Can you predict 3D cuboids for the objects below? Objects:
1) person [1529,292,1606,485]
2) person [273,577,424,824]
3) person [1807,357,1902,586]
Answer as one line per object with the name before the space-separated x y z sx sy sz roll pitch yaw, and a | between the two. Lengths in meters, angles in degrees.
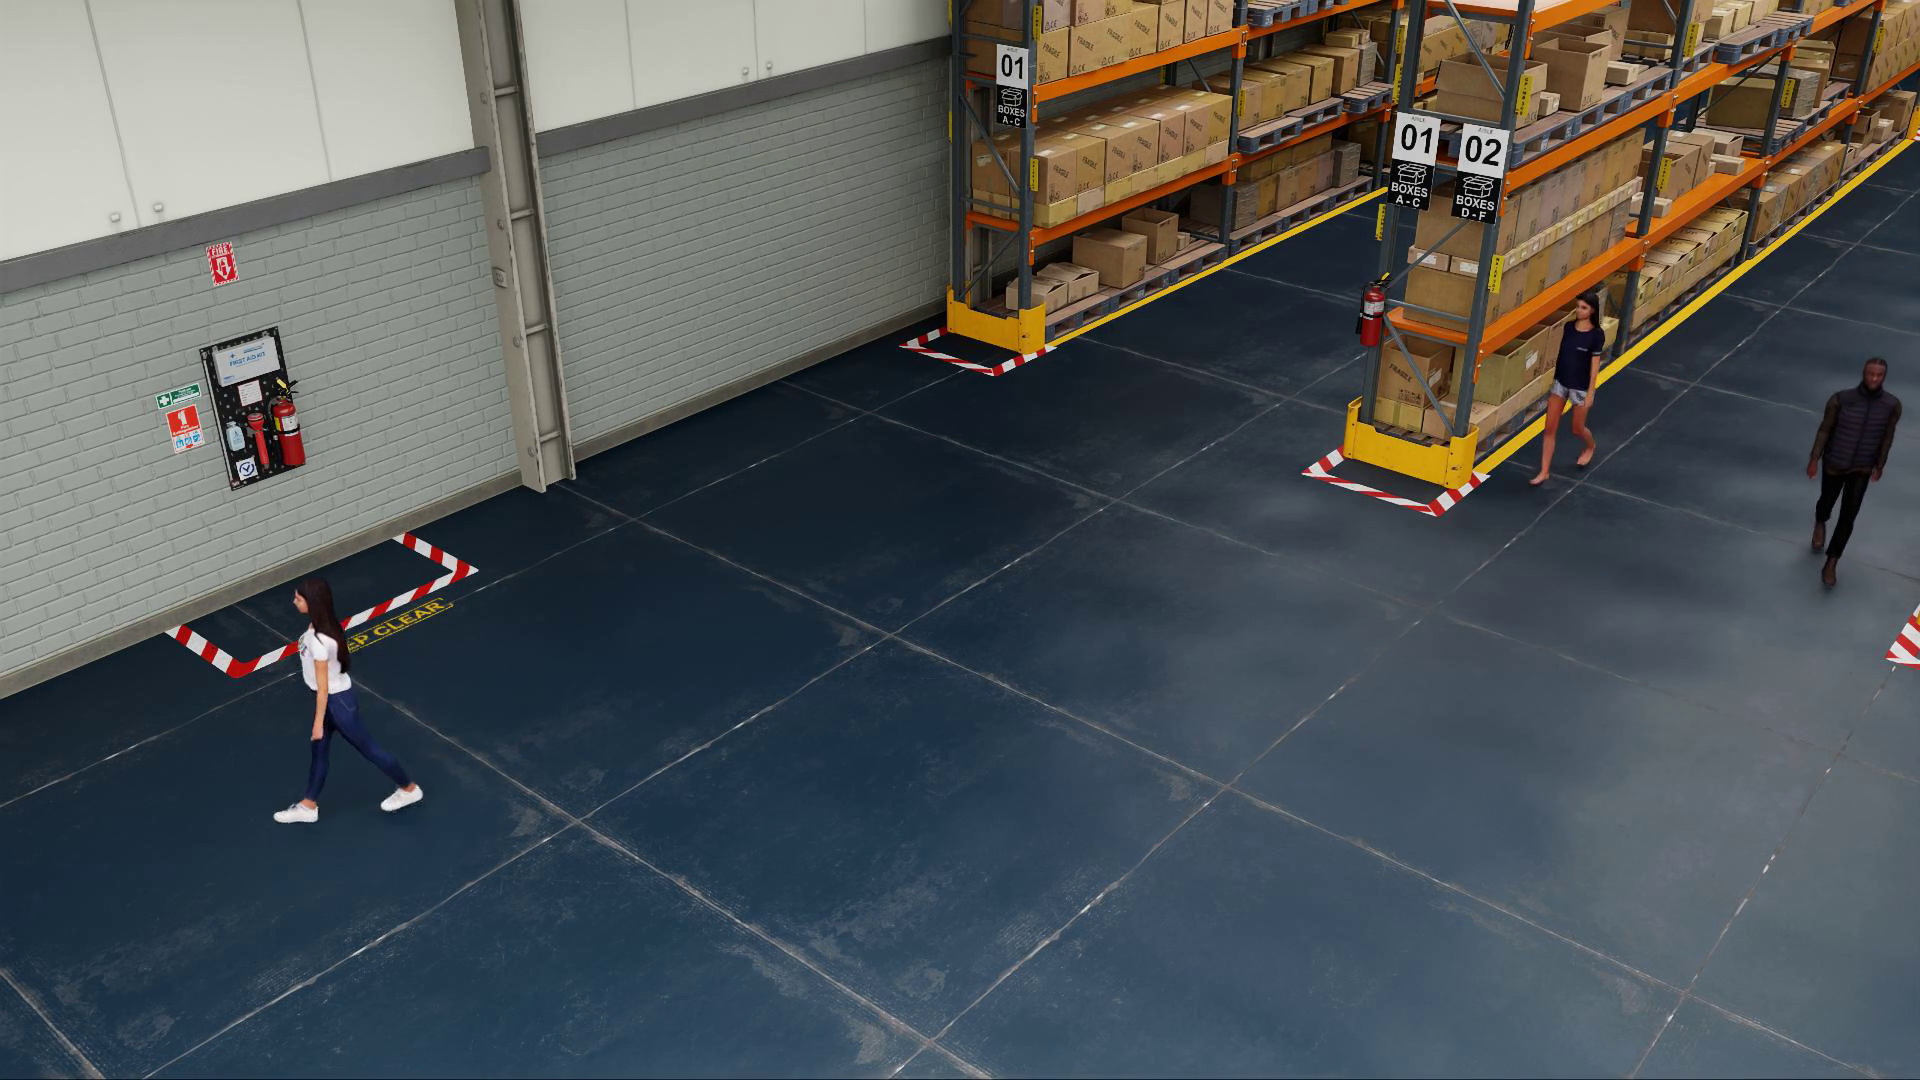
person | 5.499 -1.354 14.765 1.104 1.739 0.727 -21 34 -34
person | -3.763 1.020 10.318 1.213 1.727 0.970 -10 30 -18
person | 7.105 -0.618 13.322 0.961 1.796 1.282 11 30 20
